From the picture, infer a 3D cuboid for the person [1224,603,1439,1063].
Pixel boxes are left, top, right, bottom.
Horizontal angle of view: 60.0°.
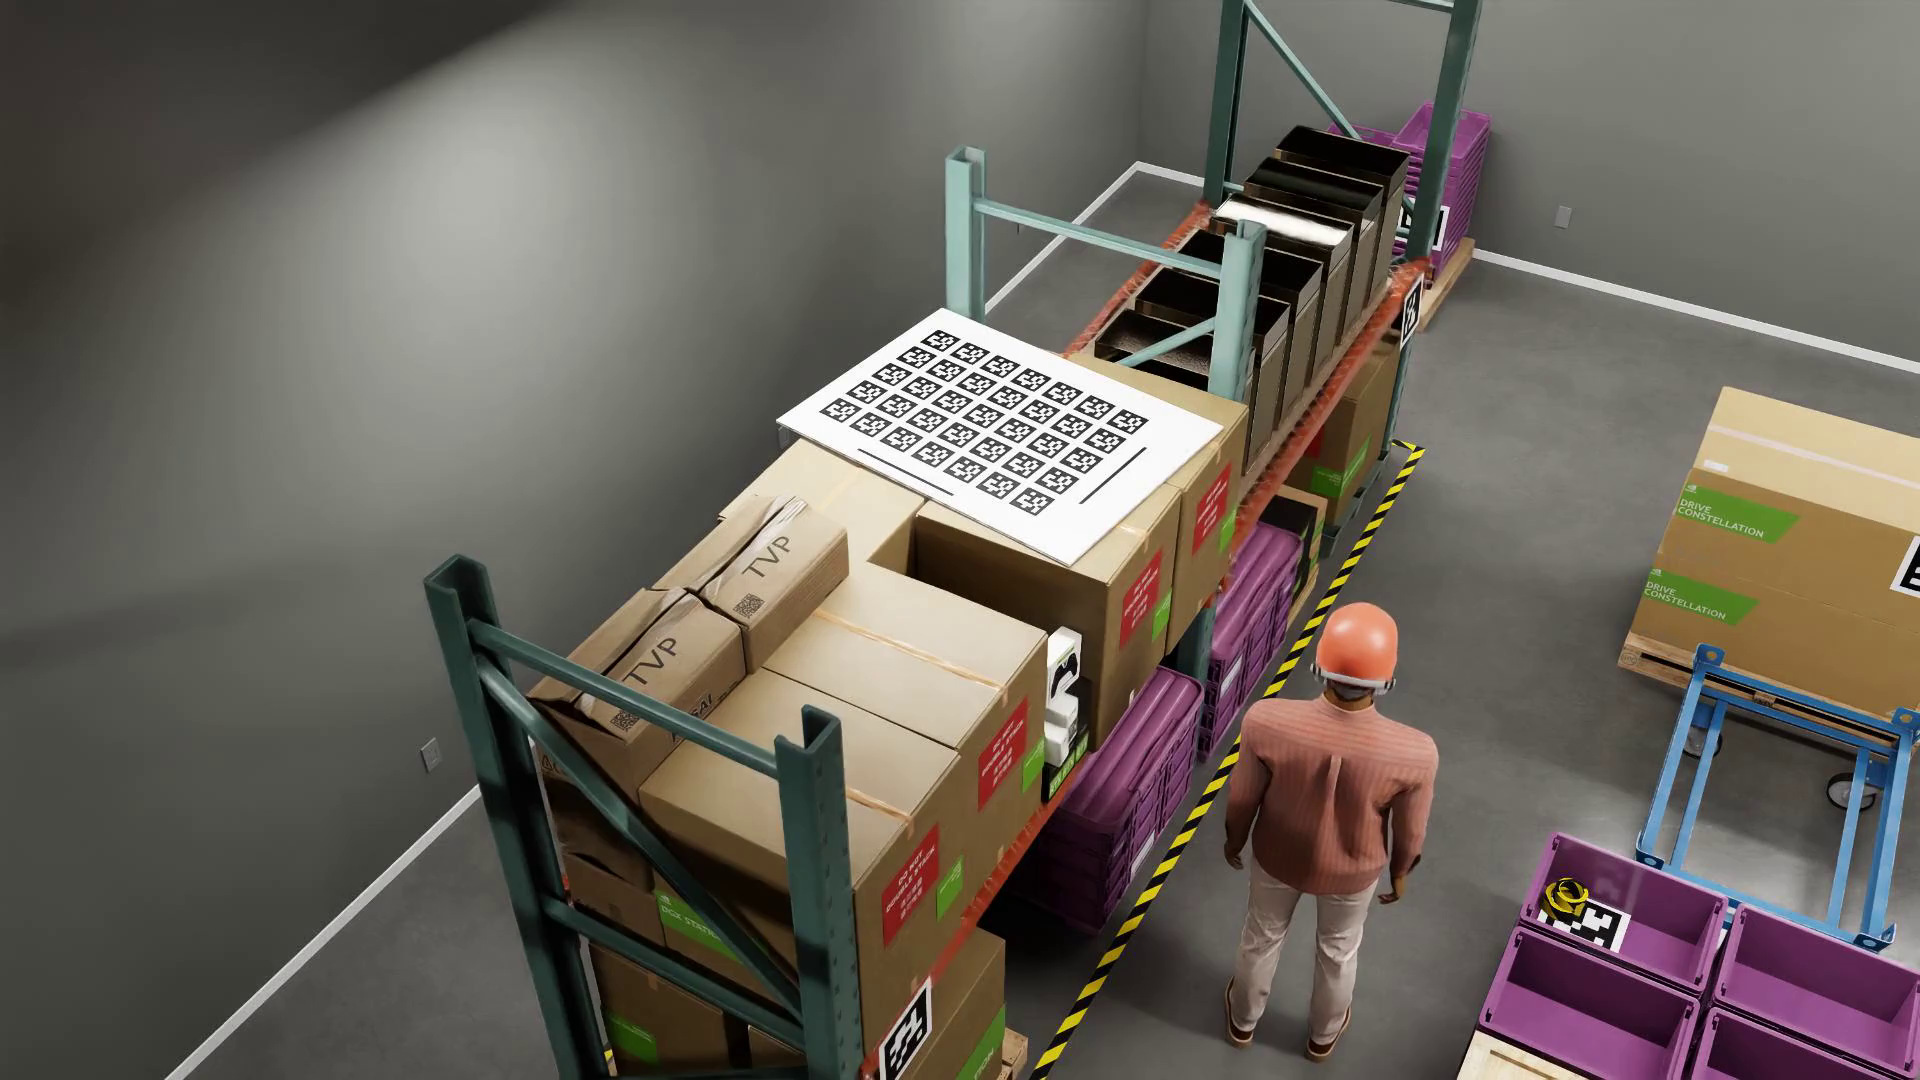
[{"bbox_3d":[1.160,0.990,5.374,0.622,1.993,0.384,10,41,12],"label":"person"}]
